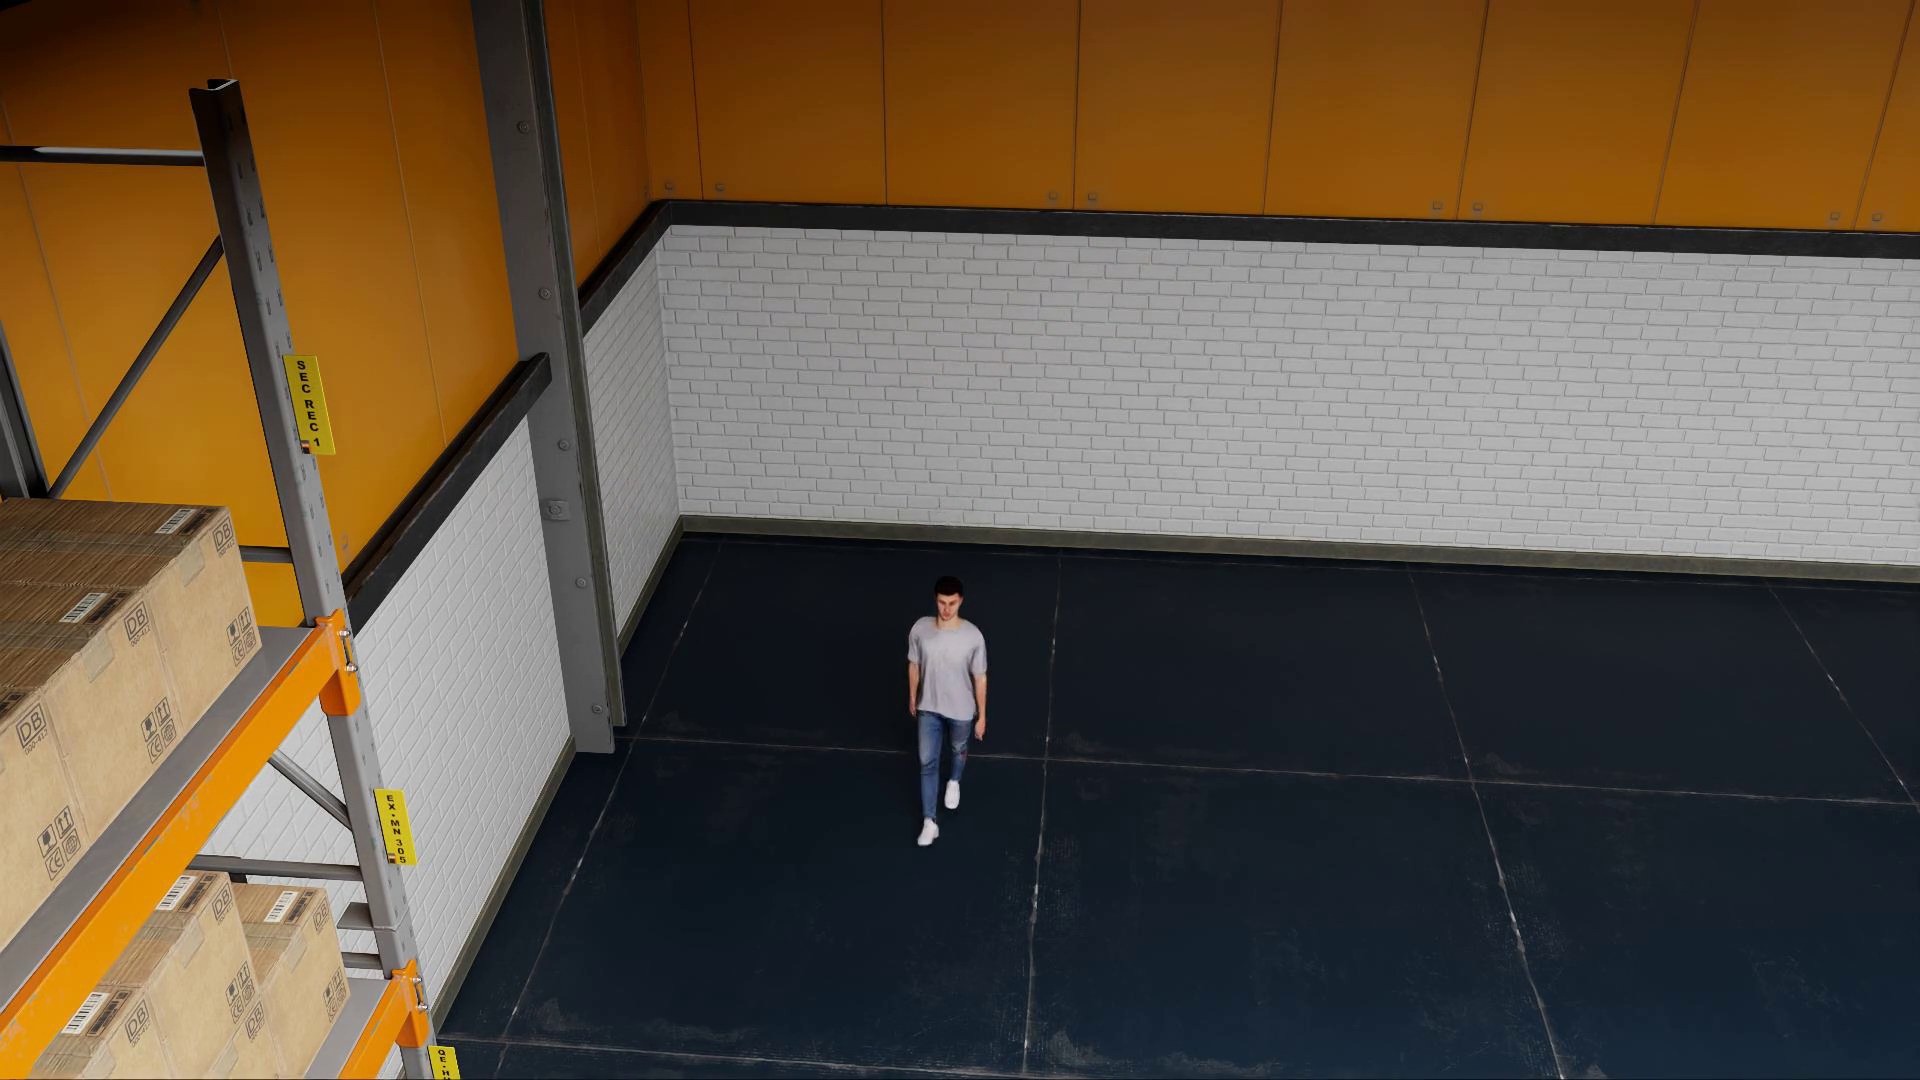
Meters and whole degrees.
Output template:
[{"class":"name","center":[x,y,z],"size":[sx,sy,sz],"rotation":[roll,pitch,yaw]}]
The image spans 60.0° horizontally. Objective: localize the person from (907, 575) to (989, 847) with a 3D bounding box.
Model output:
[{"class":"person","center":[-0.076,1.025,10.989],"size":[0.680,1.850,1.037],"rotation":[3,29,5]}]
